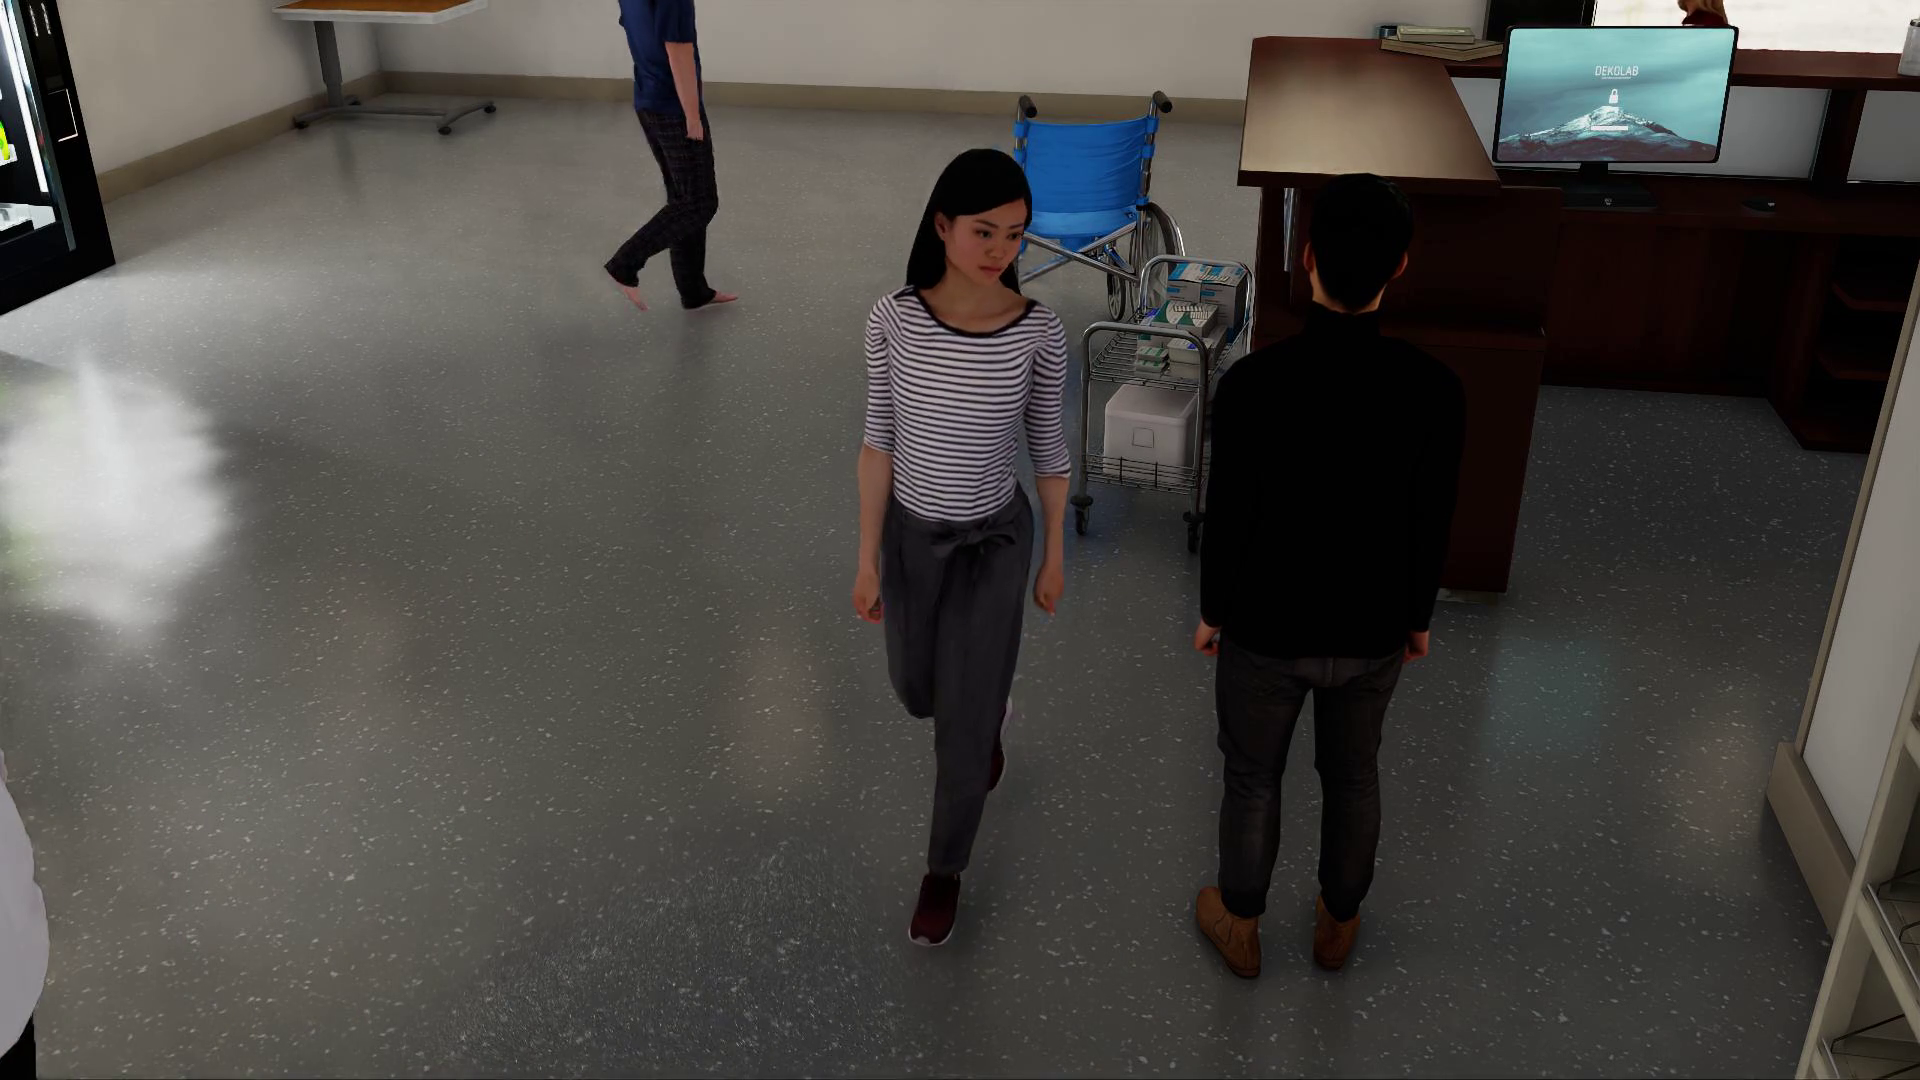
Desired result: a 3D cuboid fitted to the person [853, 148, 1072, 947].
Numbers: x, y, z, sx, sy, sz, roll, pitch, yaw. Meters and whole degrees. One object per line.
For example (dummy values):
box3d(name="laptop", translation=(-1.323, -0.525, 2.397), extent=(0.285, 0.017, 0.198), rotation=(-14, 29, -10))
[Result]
box3d(name="person", translation=(0.008, -0.004, 3.616), extent=(0.628, 1.709, 1.007), rotation=(6, 26, 13))

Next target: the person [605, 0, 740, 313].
box3d(name="person", translation=(-1.339, -1.862, 7.298), extent=(1.021, 1.859, 0.978), rotation=(-14, 29, -27))

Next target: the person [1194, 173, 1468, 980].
box3d(name="person", translation=(0.714, 0.125, 3.334), extent=(0.686, 1.723, 0.607), rotation=(-1, 26, -1))
